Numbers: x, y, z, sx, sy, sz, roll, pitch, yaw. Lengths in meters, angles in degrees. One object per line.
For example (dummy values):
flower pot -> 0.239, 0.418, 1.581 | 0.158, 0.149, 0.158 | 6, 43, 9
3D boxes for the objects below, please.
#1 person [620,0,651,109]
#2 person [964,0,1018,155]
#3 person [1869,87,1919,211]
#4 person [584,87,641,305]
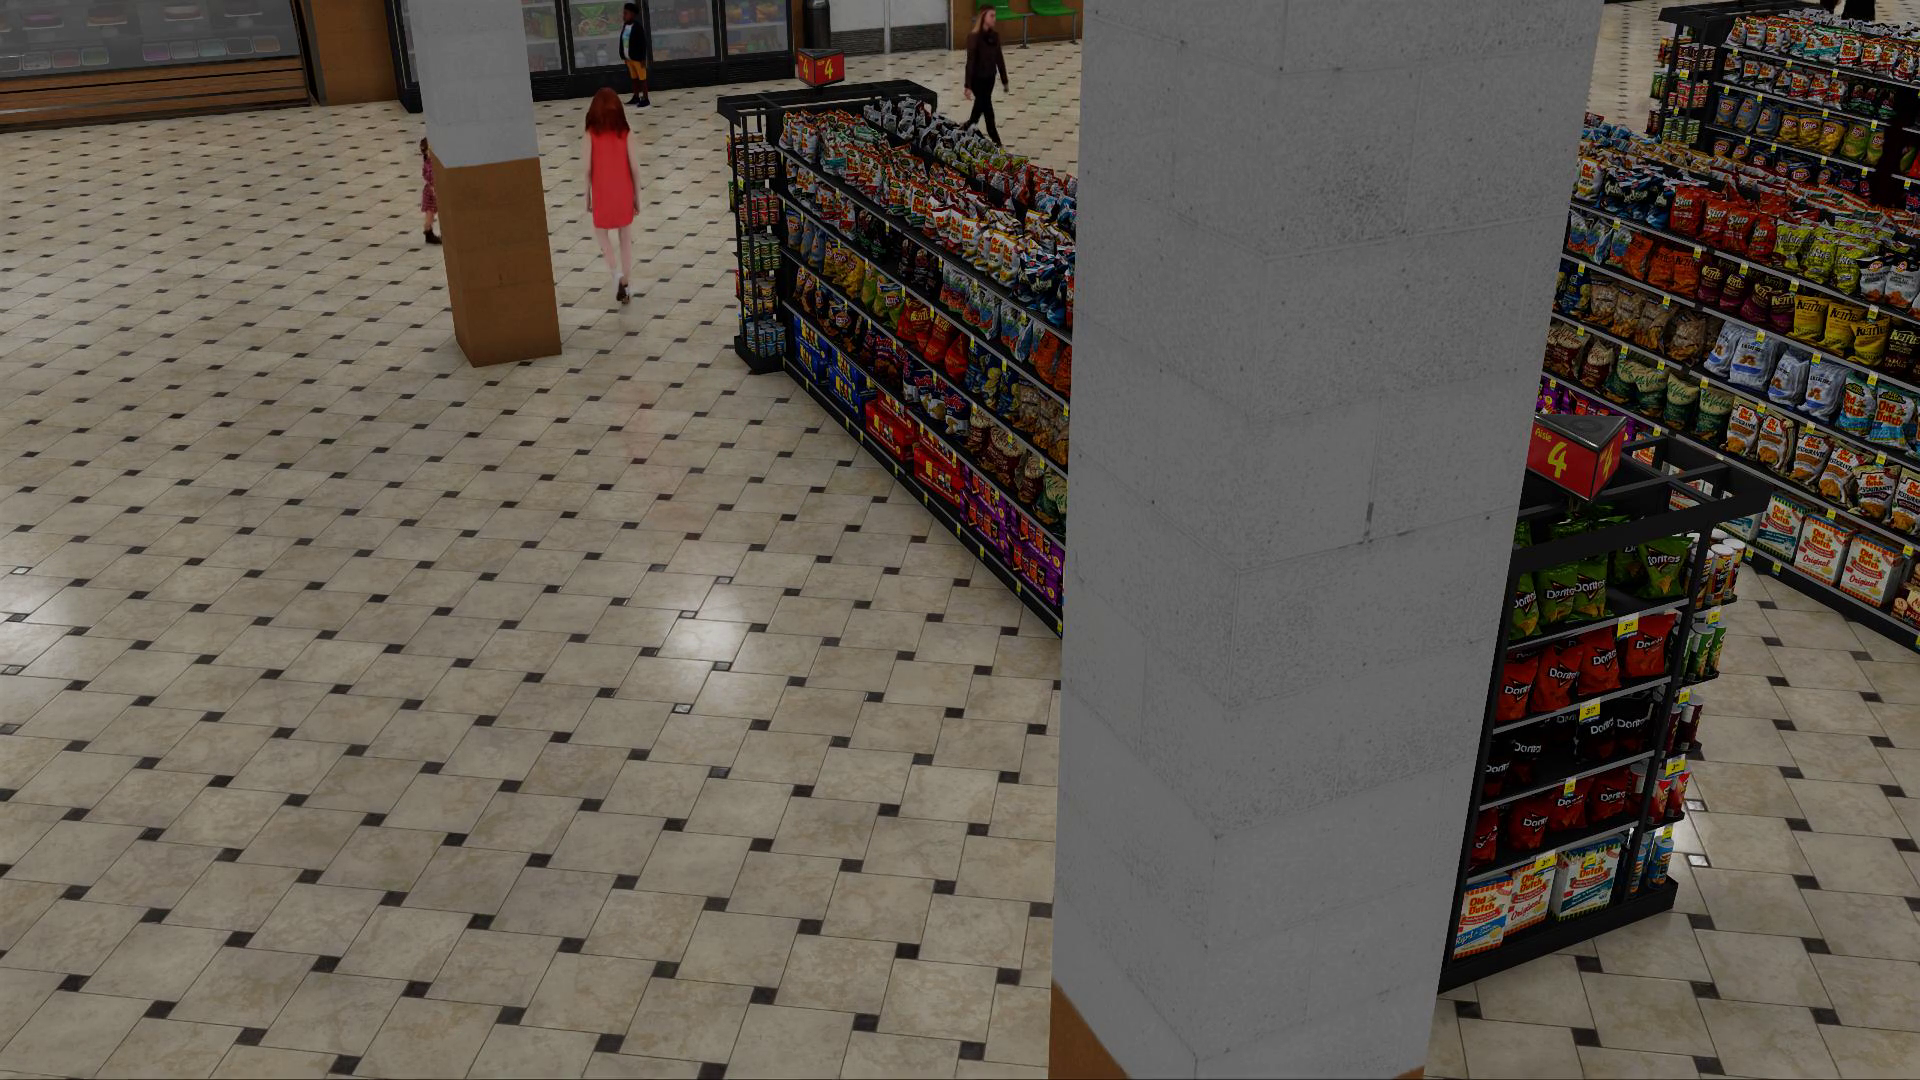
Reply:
person -> -4.056, -6.077, 20.819 | 0.579, 1.268, 0.660 | 20, 33, 33
person -> 0.191, -5.003, 18.275 | 1.183, 1.655, 0.944 | 21, 34, 35
person -> 8.079, -3.111, 14.430 | 0.752, 1.758, 0.757 | 22, 34, 37
person -> -2.856, -2.788, 13.731 | 0.653, 1.813, 0.886 | -9, 28, -17
